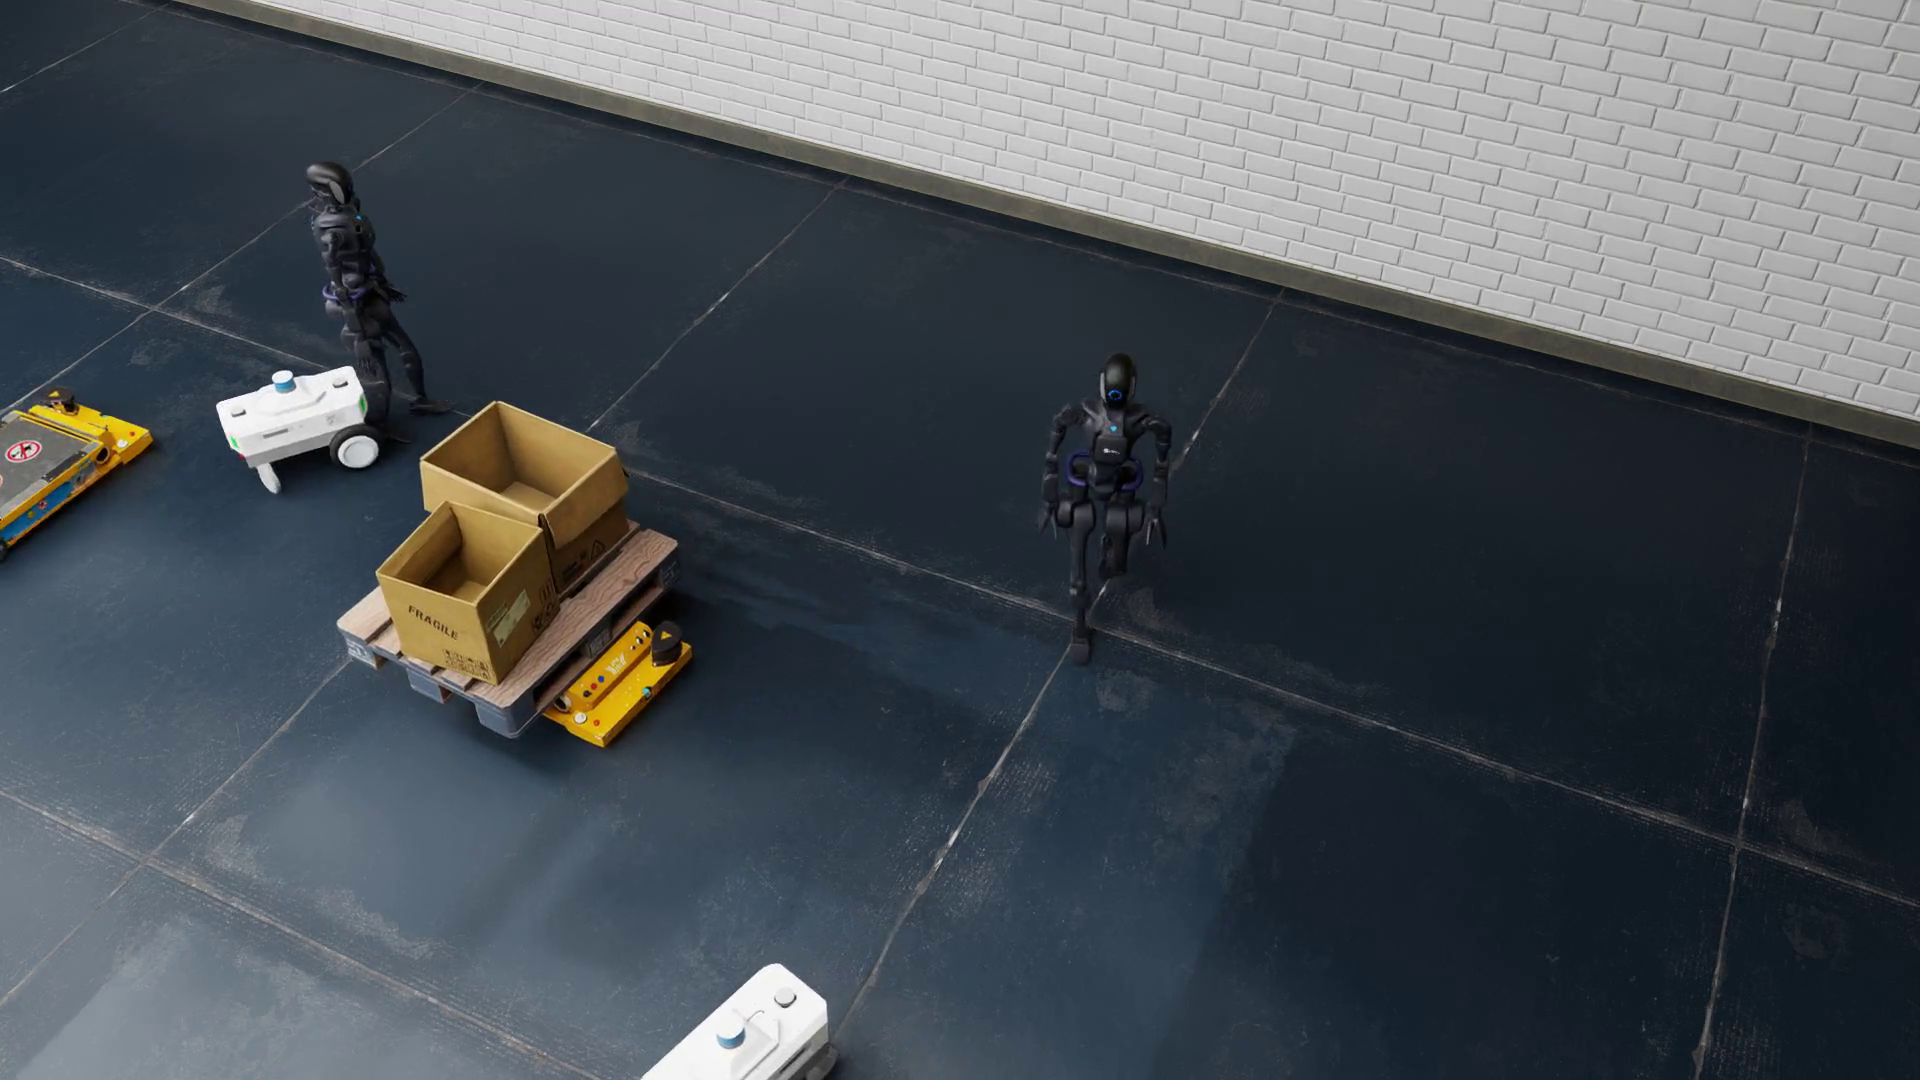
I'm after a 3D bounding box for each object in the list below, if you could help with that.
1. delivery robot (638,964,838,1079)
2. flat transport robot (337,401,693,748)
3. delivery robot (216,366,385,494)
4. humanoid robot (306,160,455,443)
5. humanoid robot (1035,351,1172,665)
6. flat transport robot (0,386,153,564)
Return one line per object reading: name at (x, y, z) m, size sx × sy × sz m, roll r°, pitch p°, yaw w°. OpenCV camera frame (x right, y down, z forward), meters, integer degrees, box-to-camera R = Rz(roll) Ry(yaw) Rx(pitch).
delivery robot at (-0.813, 1.918, 5.983) m, size 0.499 × 0.604 × 0.808 m, roll 31°, pitch 51°, yaw 29°
flat transport robot at (-2.023, 0.429, 7.792) m, size 1.431 × 0.231 × 0.659 m, roll 22°, pitch 47°, yaw 22°
delivery robot at (-3.433, -0.618, 8.723) m, size 0.781 × 0.610 × 0.524 m, roll -20°, pitch 46°, yaw -20°
humanoid robot at (-3.008, -1.195, 8.503) m, size 0.375 × 1.649 × 0.613 m, roll -1°, pitch 43°, yaw -1°
humanoid robot at (0.641, -0.238, 7.489) m, size 0.598 × 1.627 × 0.678 m, roll 2°, pitch 43°, yaw 2°
flat transport robot at (-4.934, -0.246, 8.520) m, size 0.659 × 0.231 × 1.431 m, roll 18°, pitch 46°, yaw 18°
